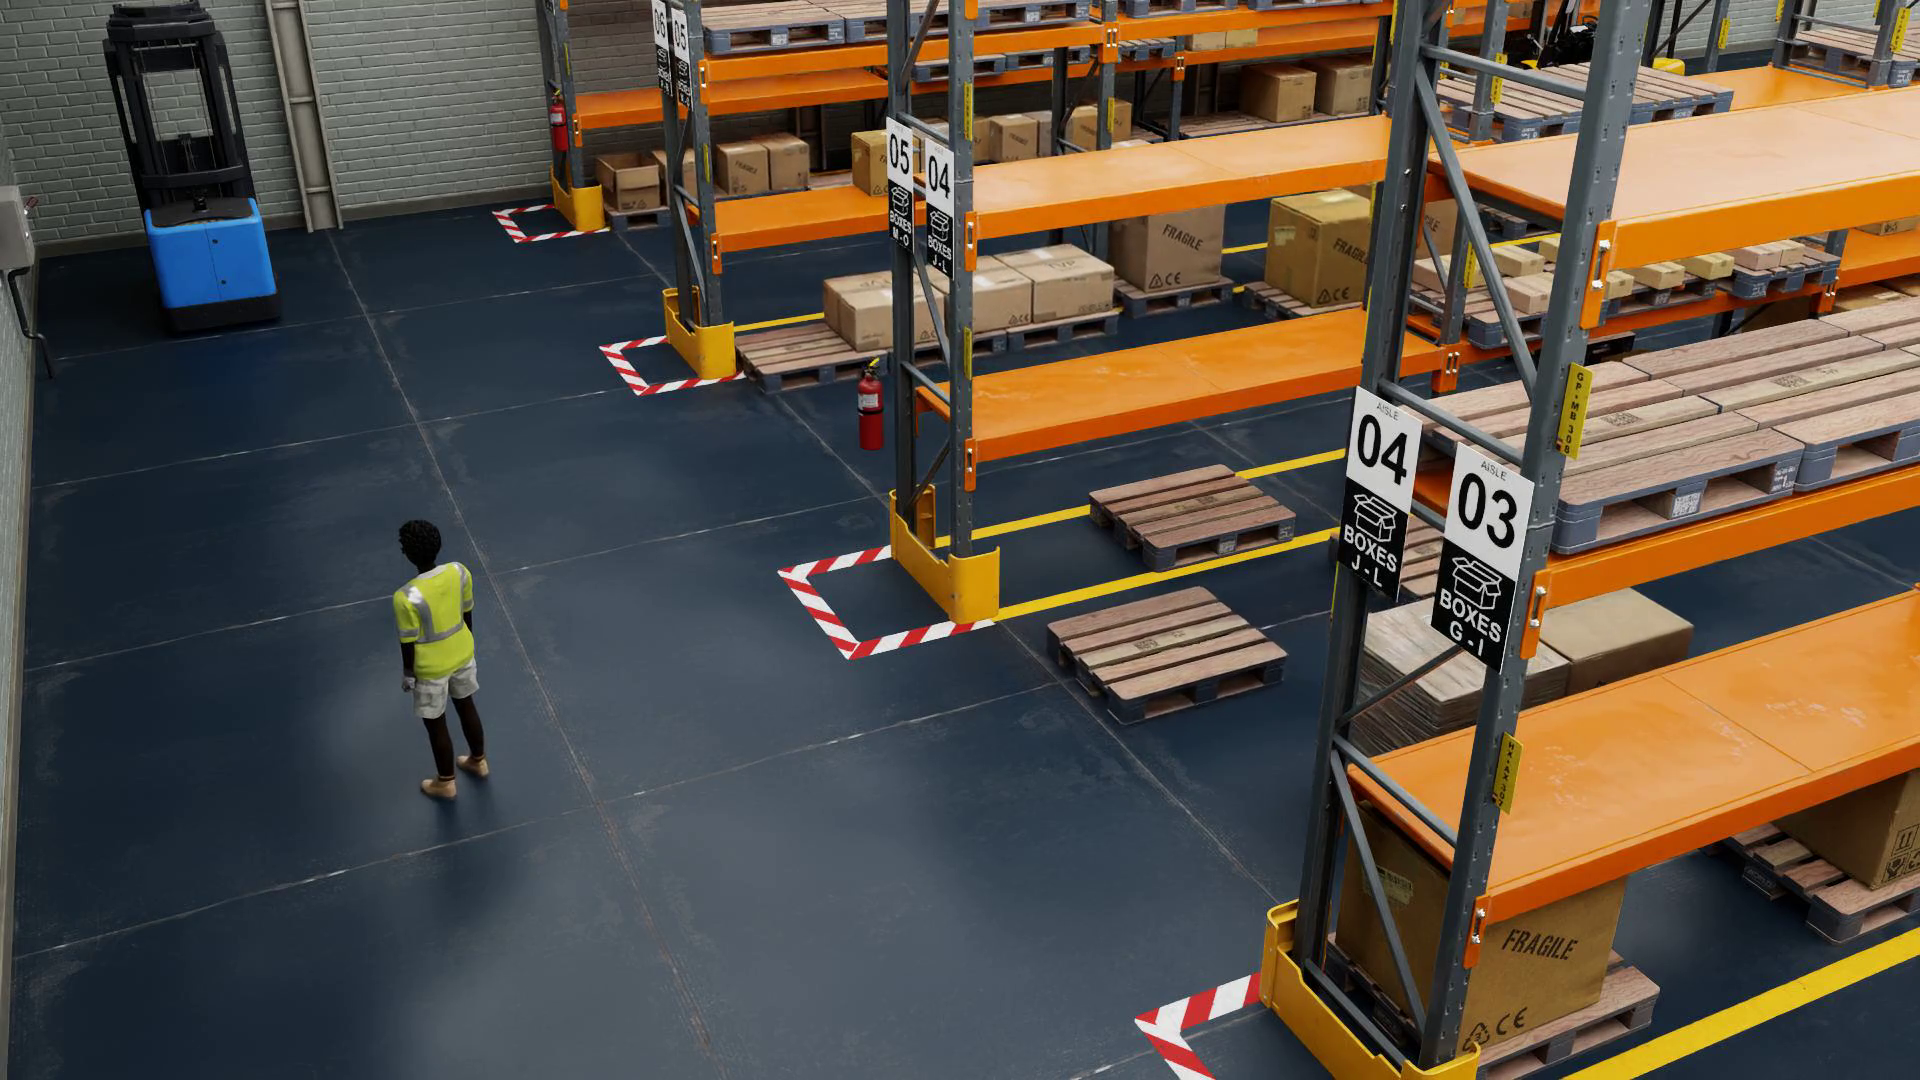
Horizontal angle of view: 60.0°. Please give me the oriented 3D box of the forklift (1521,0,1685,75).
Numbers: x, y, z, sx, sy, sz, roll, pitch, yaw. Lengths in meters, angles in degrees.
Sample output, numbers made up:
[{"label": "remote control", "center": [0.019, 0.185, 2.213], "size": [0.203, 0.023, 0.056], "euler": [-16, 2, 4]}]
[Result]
[{"label": "forklift", "center": [8.950, -6.807, 23.056], "size": [1.214, 2.155, 2.313], "euler": [-12, 30, -22]}]

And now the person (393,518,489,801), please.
[{"label": "person", "center": [-2.897, 0.664, 9.290], "size": [0.321, 1.686, 0.537], "euler": [14, 31, 25]}]

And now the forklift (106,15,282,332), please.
[{"label": "forklift", "center": [-7.548, -3.672, 16.323], "size": [1.129, 2.768, 1.873], "euler": [-12, 30, -22]}]
